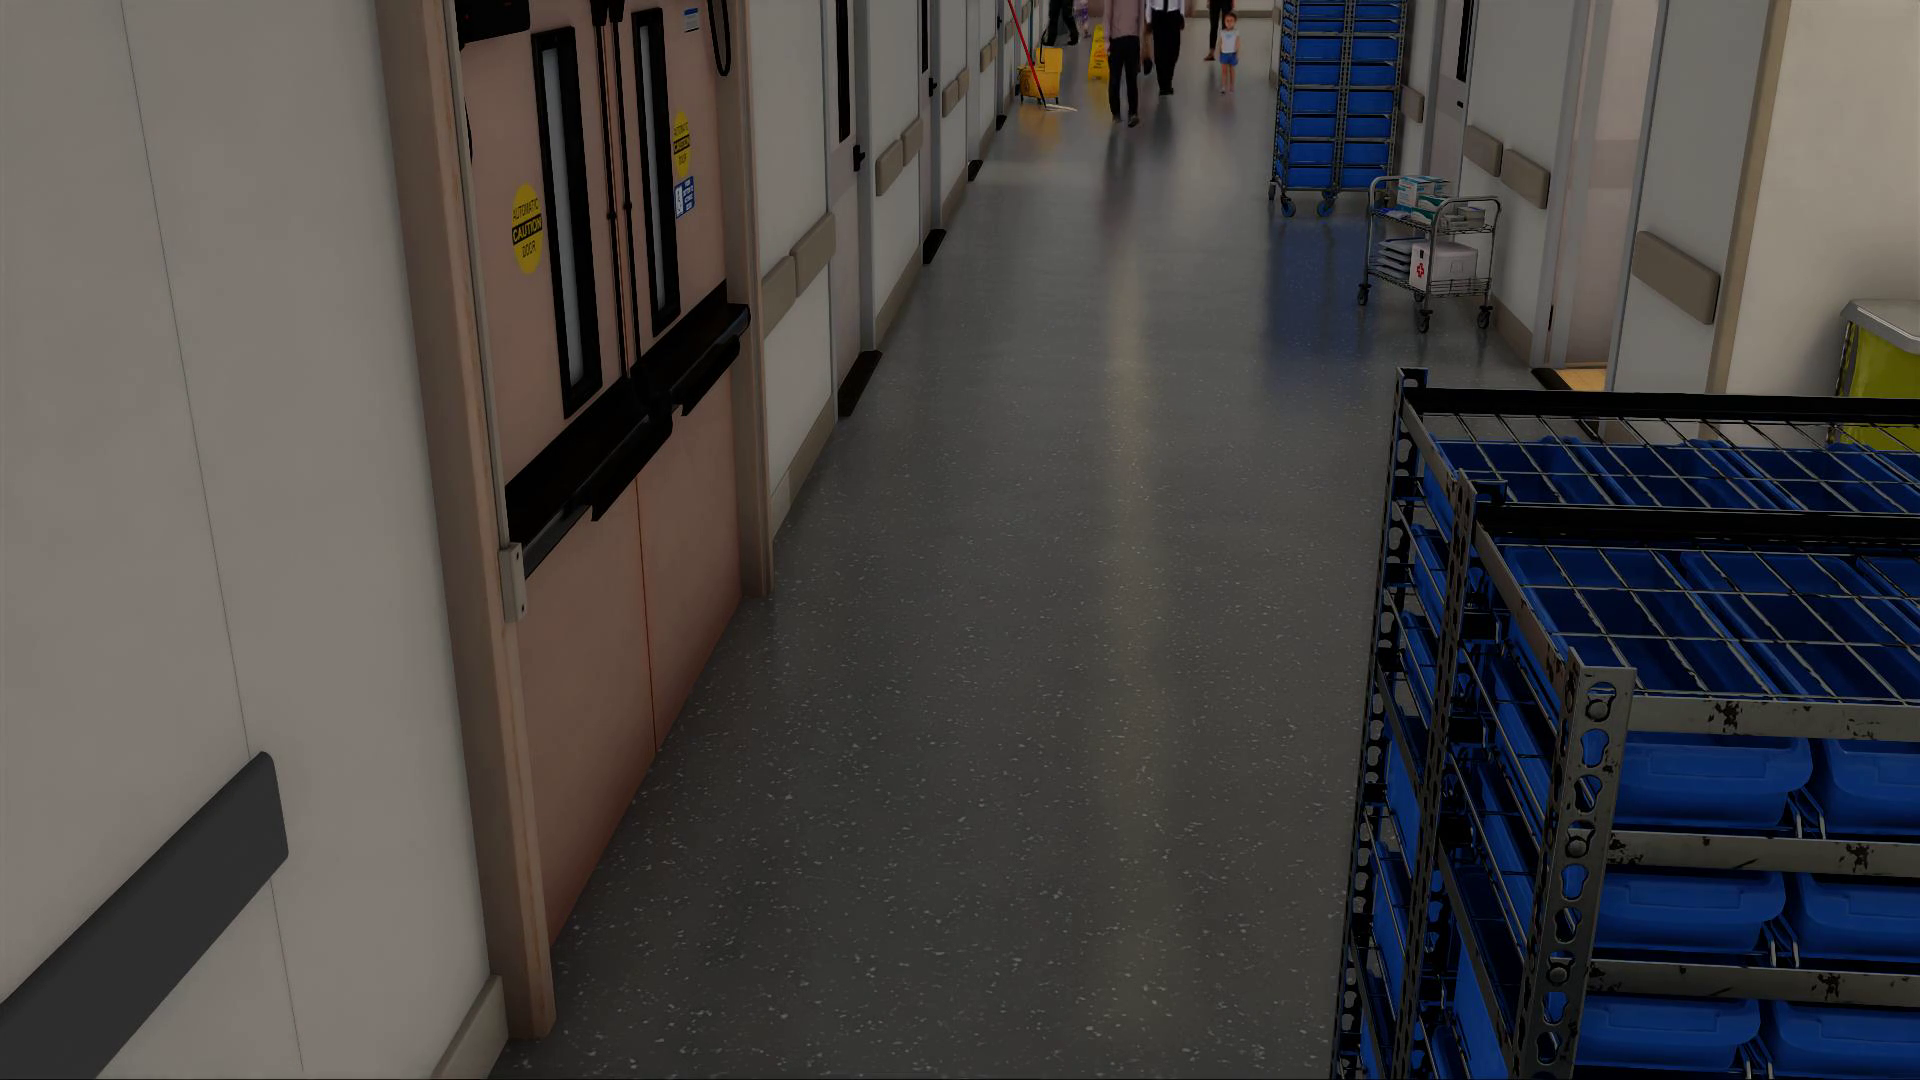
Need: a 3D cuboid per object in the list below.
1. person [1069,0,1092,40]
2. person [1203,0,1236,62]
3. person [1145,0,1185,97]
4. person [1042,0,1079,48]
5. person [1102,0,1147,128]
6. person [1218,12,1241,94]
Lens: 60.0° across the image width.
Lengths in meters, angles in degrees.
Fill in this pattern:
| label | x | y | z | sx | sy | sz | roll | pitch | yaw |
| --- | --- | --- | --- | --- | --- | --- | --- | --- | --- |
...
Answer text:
| label | x | y | z | sx | sy | sz | roll | pitch | yaw |
| --- | --- | --- | --- | --- | --- | --- | --- | --- | --- |
| person | 2.226 | -10.247 | 30.900 | 0.610 | 1.766 | 0.564 | 4 | 21 | 10 |
| person | 4.114 | -8.487 | 26.171 | 0.678 | 1.825 | 0.646 | 9 | 23 | 23 |
| person | 2.610 | -6.604 | 21.207 | 0.650 | 1.819 | 0.668 | 2 | 21 | 4 |
| person | 1.831 | -9.413 | 28.727 | 1.024 | 1.743 | 1.153 | 17 | 27 | 38 |
| person | 1.748 | -5.392 | 18.096 | 0.745 | 1.757 | 1.198 | -1 | 21 | -3 |
| person | 3.515 | -6.329 | 21.638 | 0.508 | 1.000 | 0.768 | 6 | 21 | 15 |
